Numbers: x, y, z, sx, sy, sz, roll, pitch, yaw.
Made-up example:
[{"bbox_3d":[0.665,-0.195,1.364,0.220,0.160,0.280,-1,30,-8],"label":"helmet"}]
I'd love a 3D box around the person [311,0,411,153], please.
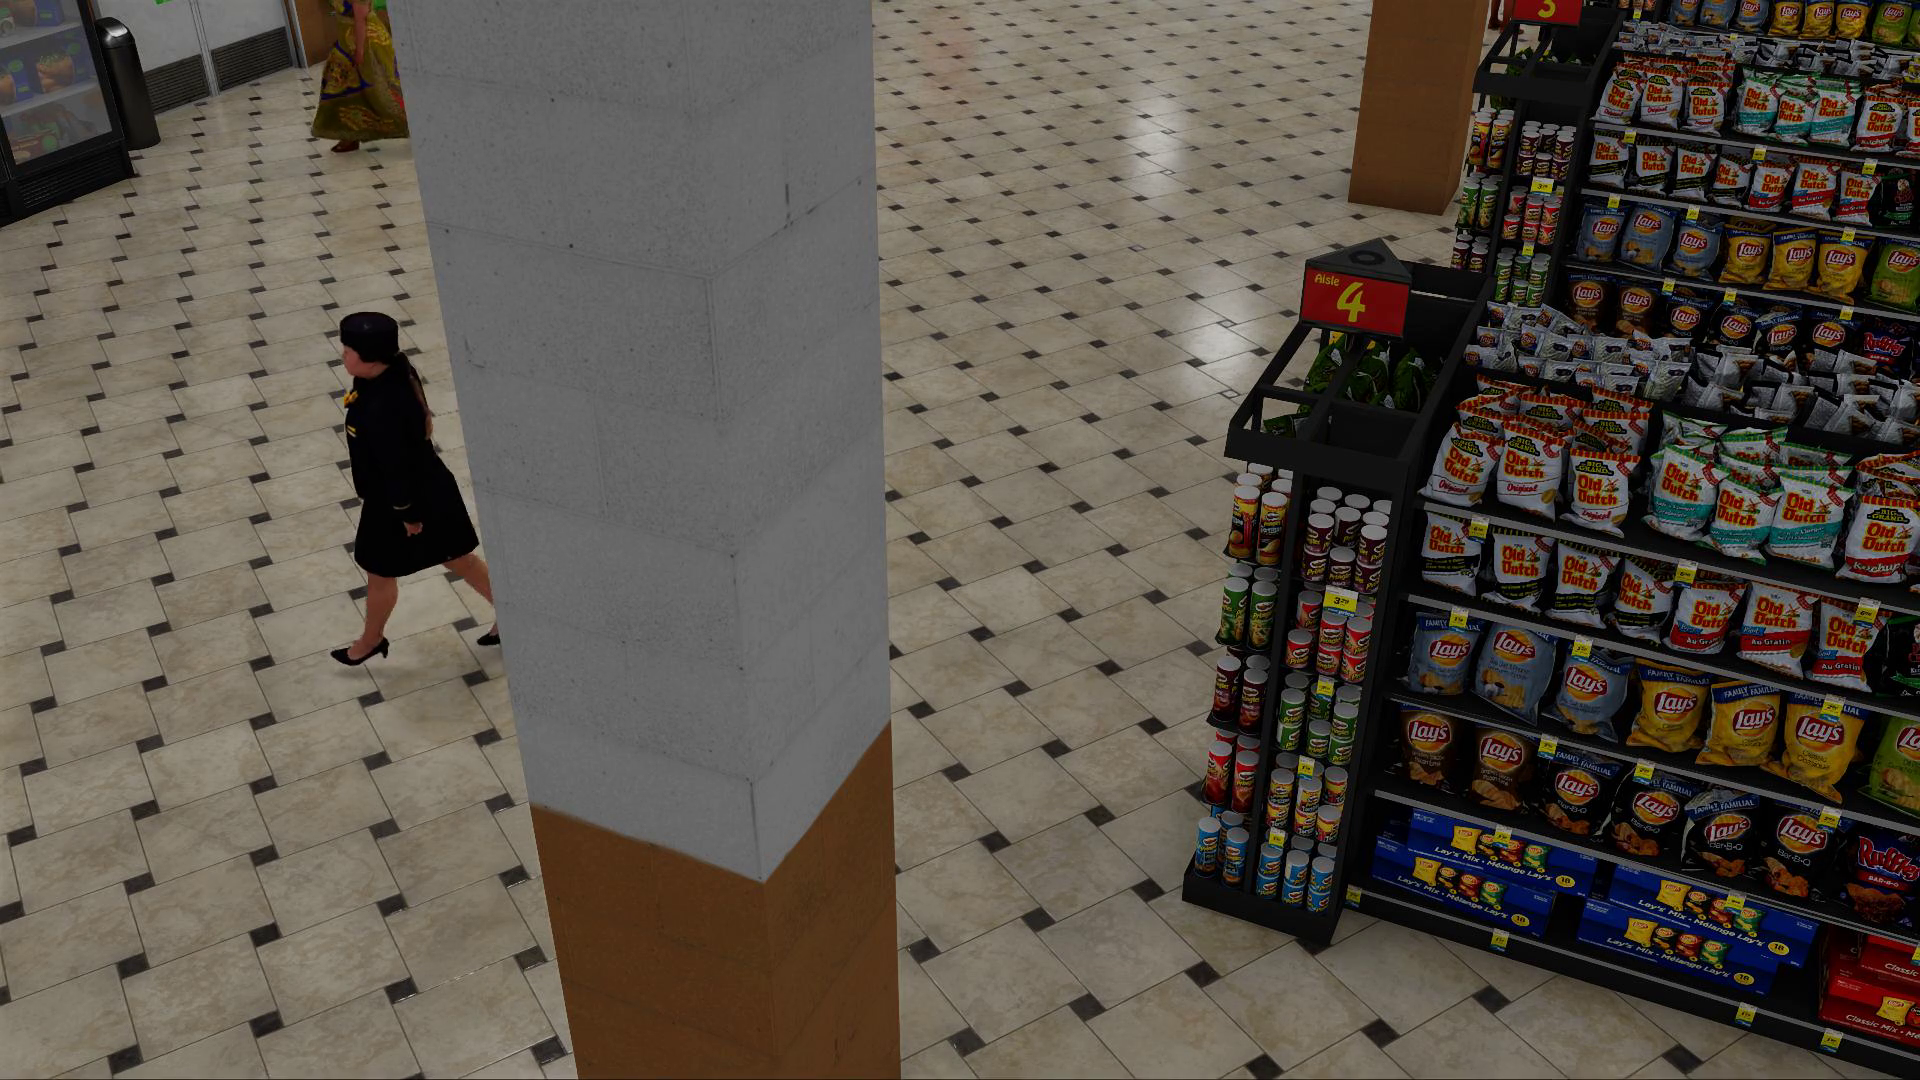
[{"bbox_3d":[-4.524,-3.824,12.905,1.247,1.622,1.371,-21,37,-30],"label":"person"}]

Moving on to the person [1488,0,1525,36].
[{"bbox_3d":[5.335,-5.719,15.929,0.747,1.645,0.720,-7,33,-11],"label":"person"}]

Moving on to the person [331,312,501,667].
[{"bbox_3d":[-2.245,-0.173,7.031,1.189,1.628,1.005,-2,32,-3],"label":"person"}]
